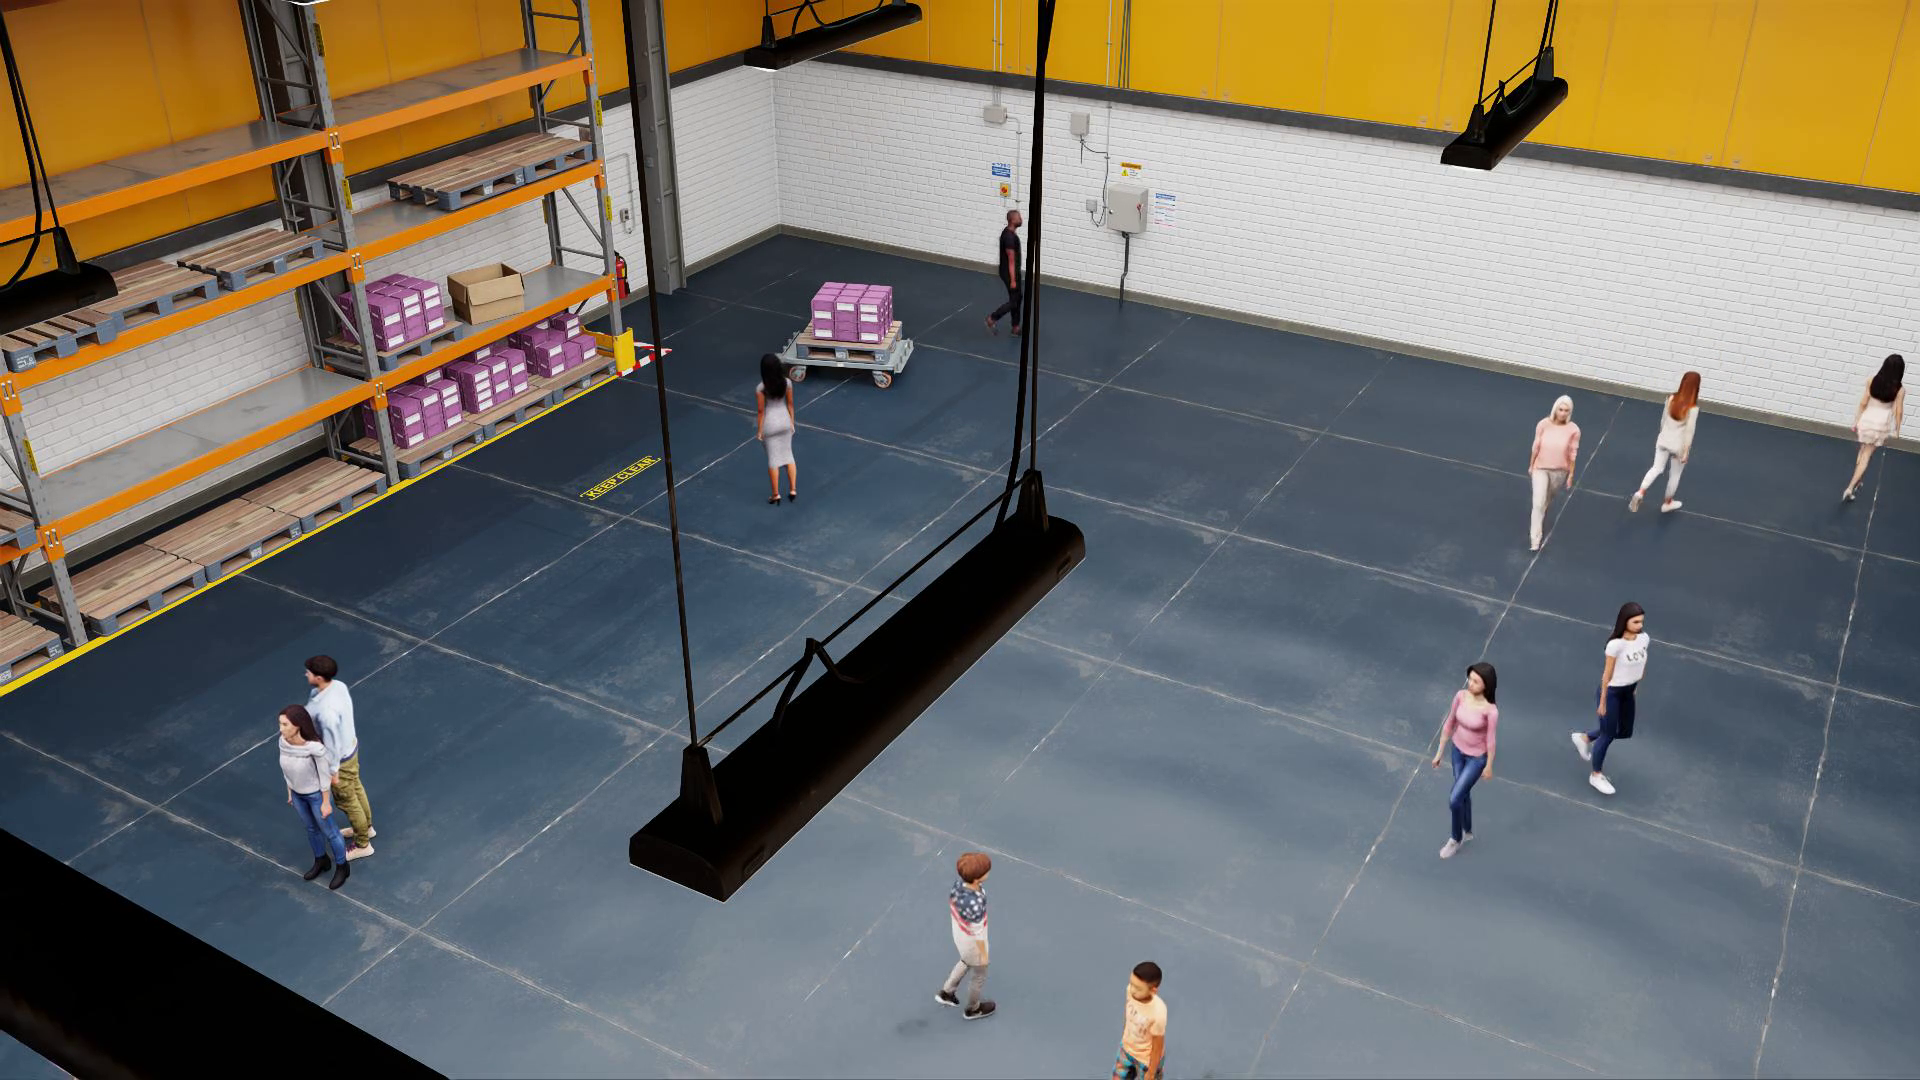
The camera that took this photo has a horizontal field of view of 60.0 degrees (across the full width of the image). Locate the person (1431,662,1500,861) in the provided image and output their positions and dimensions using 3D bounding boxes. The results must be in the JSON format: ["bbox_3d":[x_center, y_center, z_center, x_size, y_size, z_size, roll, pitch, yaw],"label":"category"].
[{"bbox_3d":[4.055,1.681,13.063,0.795,1.730,0.723,-14,32,-24],"label":"person"}]

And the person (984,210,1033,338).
[{"bbox_3d":[0.642,-3.596,22.655,0.979,1.809,0.980,2,29,4],"label":"person"}]

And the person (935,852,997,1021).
[{"bbox_3d":[0.021,2.739,11.439,0.767,1.429,0.697,-12,31,-21],"label":"person"}]

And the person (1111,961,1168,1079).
[{"bbox_3d":[1.214,3.219,10.547,0.963,1.439,0.762,-20,34,-32],"label":"person"}]

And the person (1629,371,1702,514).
[{"bbox_3d":[7.682,-1.019,18.051,1.071,1.694,0.870,-17,33,-29],"label":"person"}]

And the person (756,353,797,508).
[{"bbox_3d":[-2.019,-1.218,18.326,0.636,1.780,0.735,-15,32,-25],"label":"person"}]

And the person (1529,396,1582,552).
[{"bbox_3d":[6.255,-0.761,17.604,0.769,1.669,1.175,9,30,16],"label":"person"}]

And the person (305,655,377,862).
[{"bbox_3d":[-4.842,1.675,12.989,0.814,1.812,0.729,-5,29,-8],"label":"person"}]

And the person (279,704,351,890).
[{"bbox_3d":[-4.946,1.935,12.700,0.614,1.633,0.525,13,31,22],"label":"person"}]

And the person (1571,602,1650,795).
[{"bbox_3d":[5.378,1.262,13.797,0.862,1.763,0.882,-14,32,-24],"label":"person"}]

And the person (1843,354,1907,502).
[{"bbox_3d":[10.056,-1.209,18.377,0.831,1.715,0.725,-21,35,-33],"label":"person"}]
